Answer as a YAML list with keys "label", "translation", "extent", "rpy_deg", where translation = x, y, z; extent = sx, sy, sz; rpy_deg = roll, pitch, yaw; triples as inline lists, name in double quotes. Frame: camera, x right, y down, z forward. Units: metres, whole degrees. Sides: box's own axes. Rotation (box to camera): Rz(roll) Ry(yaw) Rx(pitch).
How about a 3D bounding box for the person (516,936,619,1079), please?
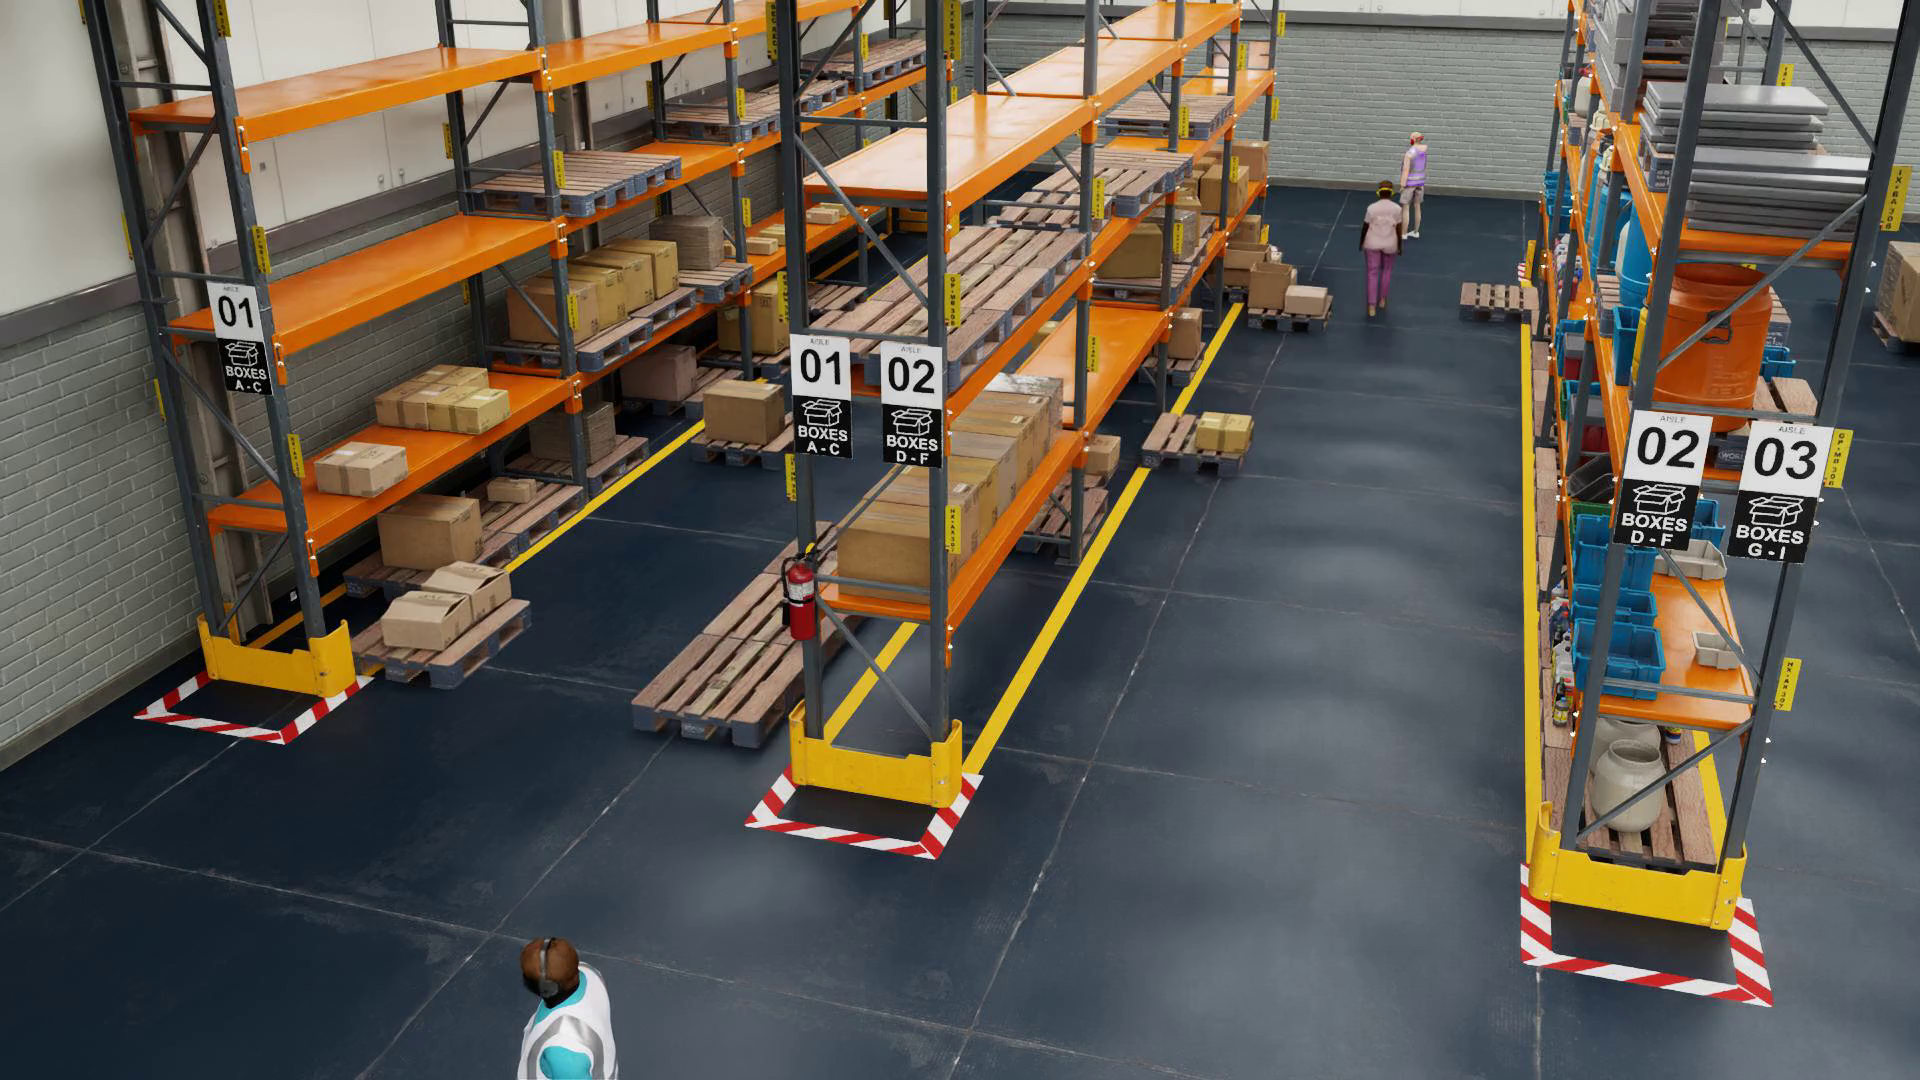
- label: "person"
  translation: [-1.714, 2.525, 7.335]
  extent: [0.429, 1.839, 0.633]
  rpy_deg: [-3, 23, -6]

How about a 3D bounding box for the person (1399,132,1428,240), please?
- label: "person"
  translation: [7.181, -5.619, 26.413]
  extent: [0.492, 1.688, 0.348]
  rpy_deg: [-14, 27, -30]

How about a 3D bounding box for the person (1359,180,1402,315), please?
- label: "person"
  translation: [5.686, -3.987, 22.499]
  extent: [0.561, 1.770, 0.772]
  rpy_deg: [3, 24, 8]
